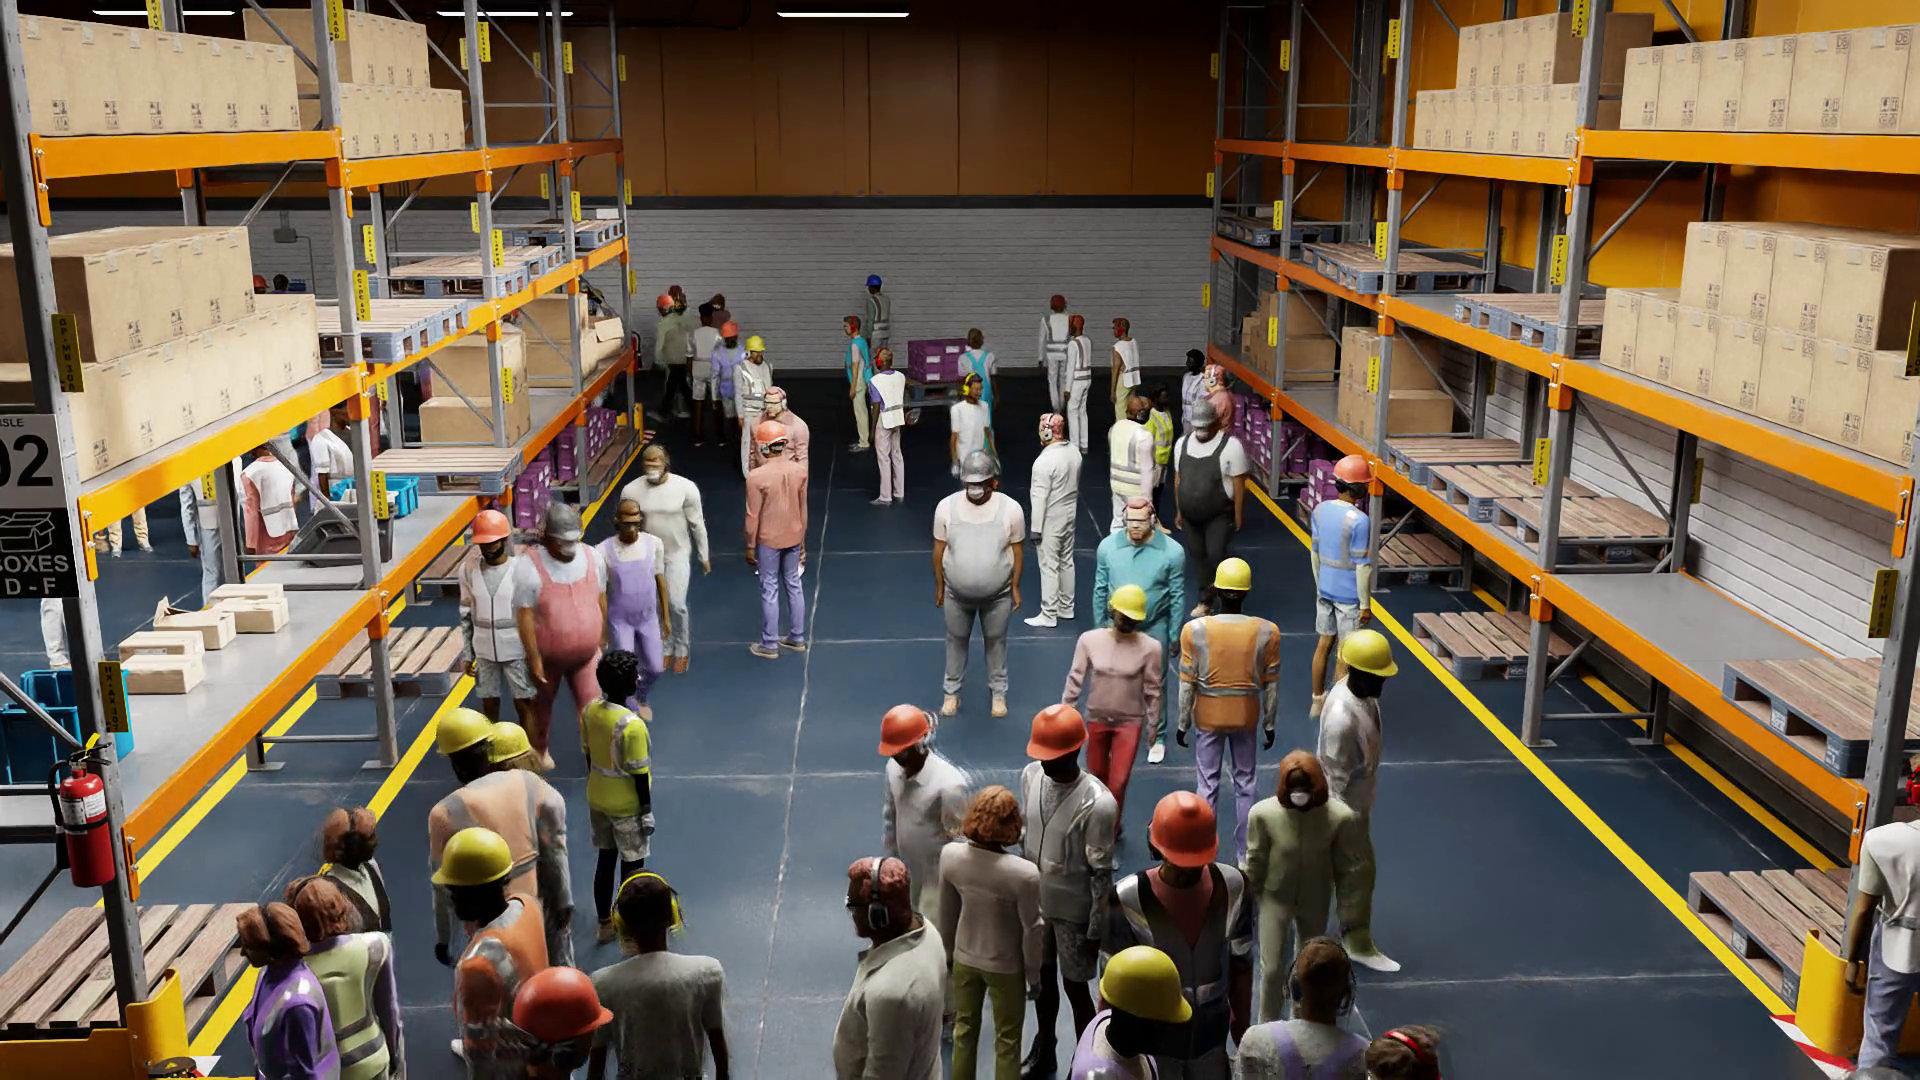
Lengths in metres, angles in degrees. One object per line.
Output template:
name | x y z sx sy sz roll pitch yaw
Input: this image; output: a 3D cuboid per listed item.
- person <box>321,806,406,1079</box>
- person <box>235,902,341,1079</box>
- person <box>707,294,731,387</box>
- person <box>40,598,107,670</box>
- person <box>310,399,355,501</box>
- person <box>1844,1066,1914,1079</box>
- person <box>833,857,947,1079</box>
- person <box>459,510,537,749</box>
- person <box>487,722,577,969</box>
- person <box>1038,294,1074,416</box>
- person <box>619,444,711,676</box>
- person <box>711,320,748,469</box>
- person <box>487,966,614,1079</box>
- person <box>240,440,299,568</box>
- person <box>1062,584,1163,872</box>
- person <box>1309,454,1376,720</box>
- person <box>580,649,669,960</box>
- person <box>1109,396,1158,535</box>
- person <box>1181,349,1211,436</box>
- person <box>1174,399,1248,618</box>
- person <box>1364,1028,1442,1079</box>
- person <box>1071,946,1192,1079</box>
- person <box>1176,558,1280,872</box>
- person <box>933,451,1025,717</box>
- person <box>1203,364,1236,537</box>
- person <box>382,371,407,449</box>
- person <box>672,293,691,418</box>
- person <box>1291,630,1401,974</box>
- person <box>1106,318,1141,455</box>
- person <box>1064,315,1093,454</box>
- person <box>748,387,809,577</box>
person | -2.585 1.921 7.049 0.543 1.602 0.582 3 15 10
person | -2.488 2.111 6.252 0.321 1.631 0.522 -9 17 -31
person | -4.037 -3.273 27.427 0.641 1.602 0.384 6 15 21
person | -7.242 0.175 13.440 0.430 1.840 0.620 2 14 10
person | -5.727 -0.415 15.494 0.368 1.967 0.603 4 15 17
person | 2.422 2.276 4.784 0.698 2.000 1.015 13 19 42
person | -0.256 2.037 6.025 0.400 1.895 0.654 2 14 7
person | -3.036 0.738 11.027 0.547 1.938 0.379 1 14 4
person | -2.045 1.664 7.809 0.489 1.734 0.371 6 16 23
person | 1.479 -2.732 24.820 0.611 1.859 0.745 -1 14 -5
person | -2.374 0.163 13.339 0.705 1.911 0.620 1 14 3
person | -2.911 -1.869 21.357 0.564 1.896 0.860 1 14 3
person | -1.183 2.226 5.104 0.472 1.978 0.628 -13 19 -42
person | -5.859 -0.048 14.184 0.410 1.908 0.598 4 15 14
person | 0.906 1.094 10.030 0.611 1.741 0.541 4 15 15
person | 2.825 0.378 12.227 0.378 2.045 0.605 -7 16 -24
person | -1.807 1.403 8.896 0.317 1.695 0.540 -13 20 -42
person | 1.676 -0.483 16.042 0.432 1.831 0.644 -9 17 -31
person | 2.867 -1.482 20.240 0.319 1.691 0.536 -7 16 -25
person | 2.192 -0.303 14.907 0.690 2.000 0.555 11 18 37
person | 1.484 2.302 5.194 0.974 1.793 0.609 -10 17 -33
person | 0.528 2.186 5.402 0.399 1.913 0.591 2 14 8
person | 1.577 1.045 9.843 0.595 1.925 0.373 0 14 0
person | 0.132 0.336 12.400 0.688 2.000 0.536 1 14 4
person | 2.708 -0.915 17.622 0.408 1.894 0.661 5 15 19
person | -7.257 -1.735 21.153 0.320 1.737 0.488 -10 18 -35
person | -4.183 -2.765 24.916 0.317 1.870 0.531 -5 15 -19
person | 2.009 1.341 8.735 0.689 1.895 0.638 6 15 22
person | 2.193 -2.031 22.118 0.389 1.836 0.561 11 18 36
person | 1.562 -2.053 22.109 0.357 1.879 0.586 8 16 28
person | -1.778 -0.554 16.191 0.639 1.899 0.397 6 15 21
